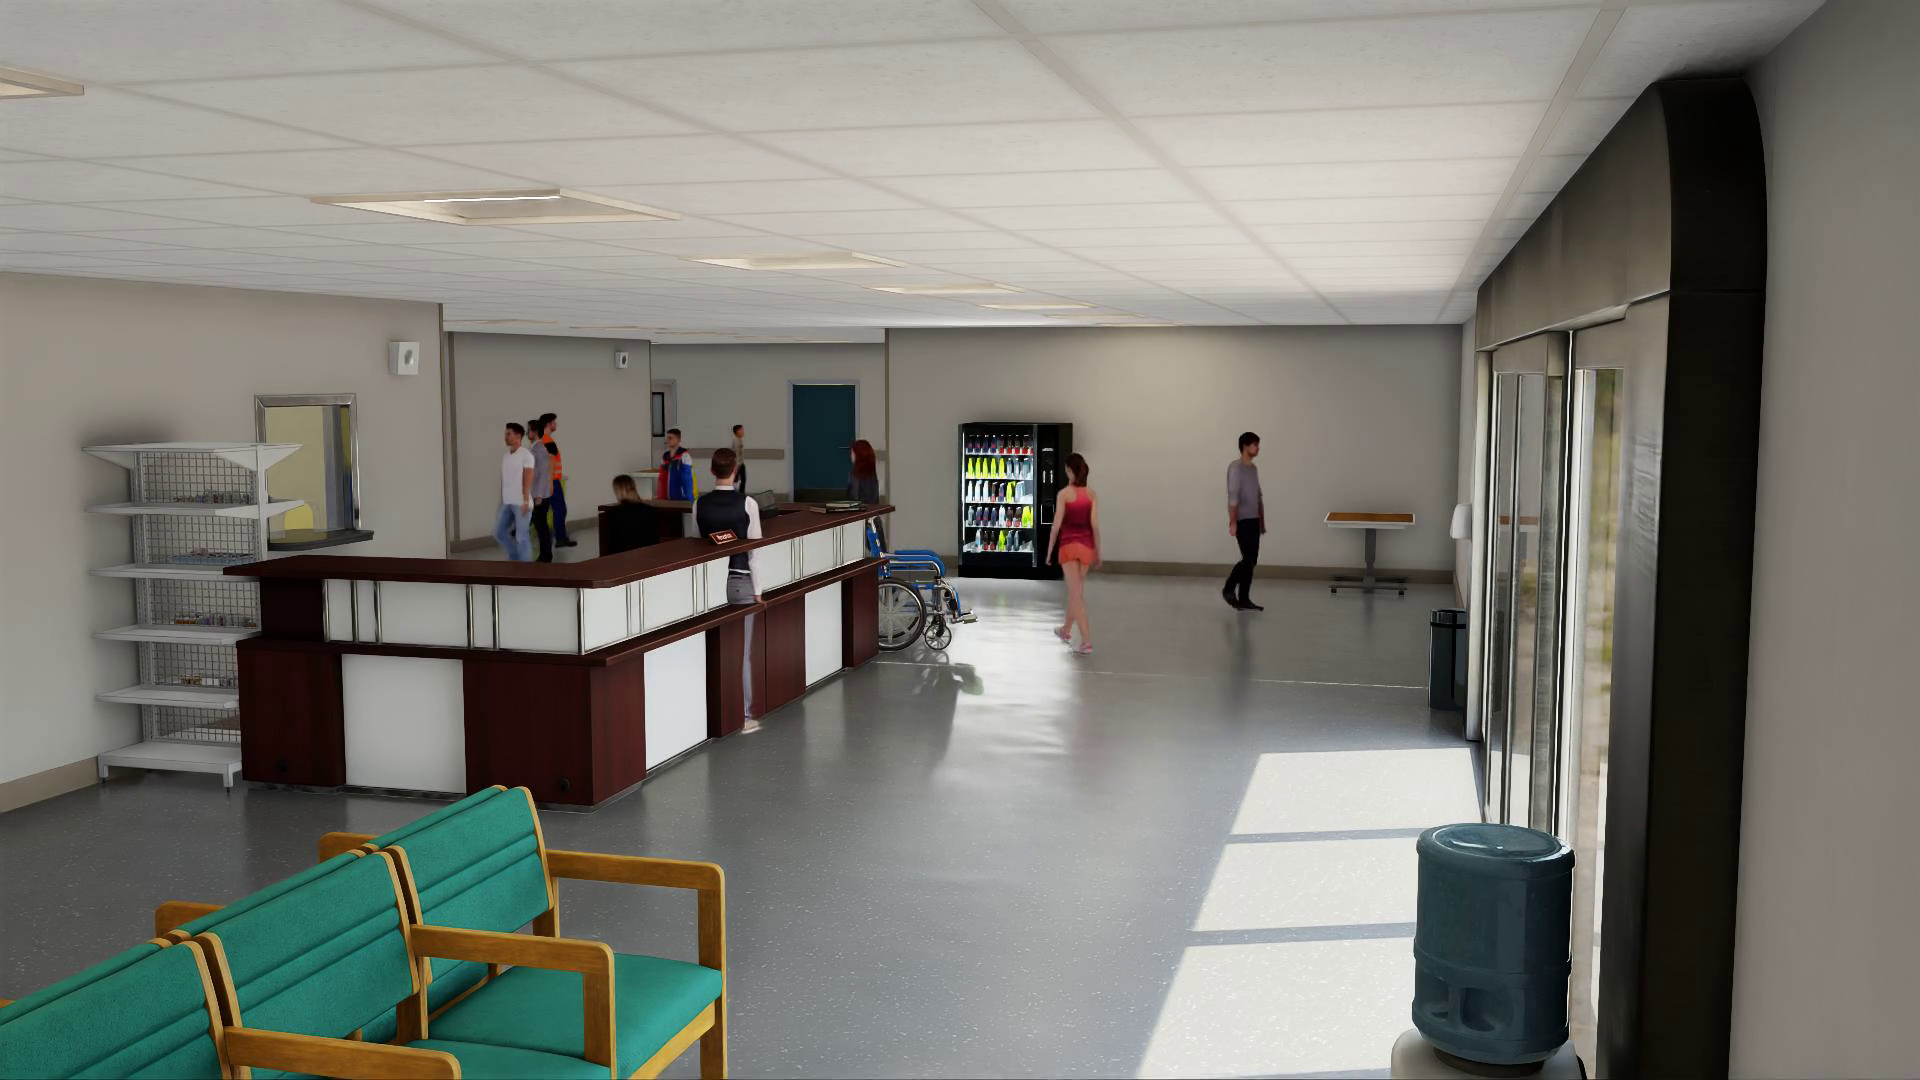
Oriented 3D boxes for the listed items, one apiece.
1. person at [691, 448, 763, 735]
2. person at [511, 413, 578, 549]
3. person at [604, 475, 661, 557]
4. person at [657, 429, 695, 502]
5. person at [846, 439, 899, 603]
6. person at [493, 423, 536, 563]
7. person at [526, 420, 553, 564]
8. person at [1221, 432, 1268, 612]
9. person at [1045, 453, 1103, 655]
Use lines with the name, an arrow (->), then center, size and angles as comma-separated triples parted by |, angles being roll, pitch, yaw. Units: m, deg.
person -> -1.588, 0.334, 11.322 | 0.509, 1.935, 0.715 | 1, 6, 12
person -> -5.742, -0.788, 22.849 | 1.188, 1.861, 1.159 | -4, 7, -33
person -> -2.495, 0.332, 12.844 | 0.633, 1.635, 0.807 | 2, 6, 17
person -> -3.409, -0.480, 20.371 | 0.747, 1.744, 0.841 | 5, 7, 39
person -> -0.880, -0.084, 16.589 | 1.263, 1.713, 0.872 | 4, 7, 33
person -> -5.069, -0.428, 19.303 | 0.708, 1.854, 0.828 | 4, 7, 36
person -> -5.264, -0.577, 20.803 | 0.773, 1.850, 0.763 | -2, 6, -20
person -> 2.836, -0.182, 16.965 | 0.791, 1.834, 0.794 | 4, 7, 37
person -> 1.052, 0.137, 14.365 | 1.016, 1.719, 1.064 | -3, 7, -28
